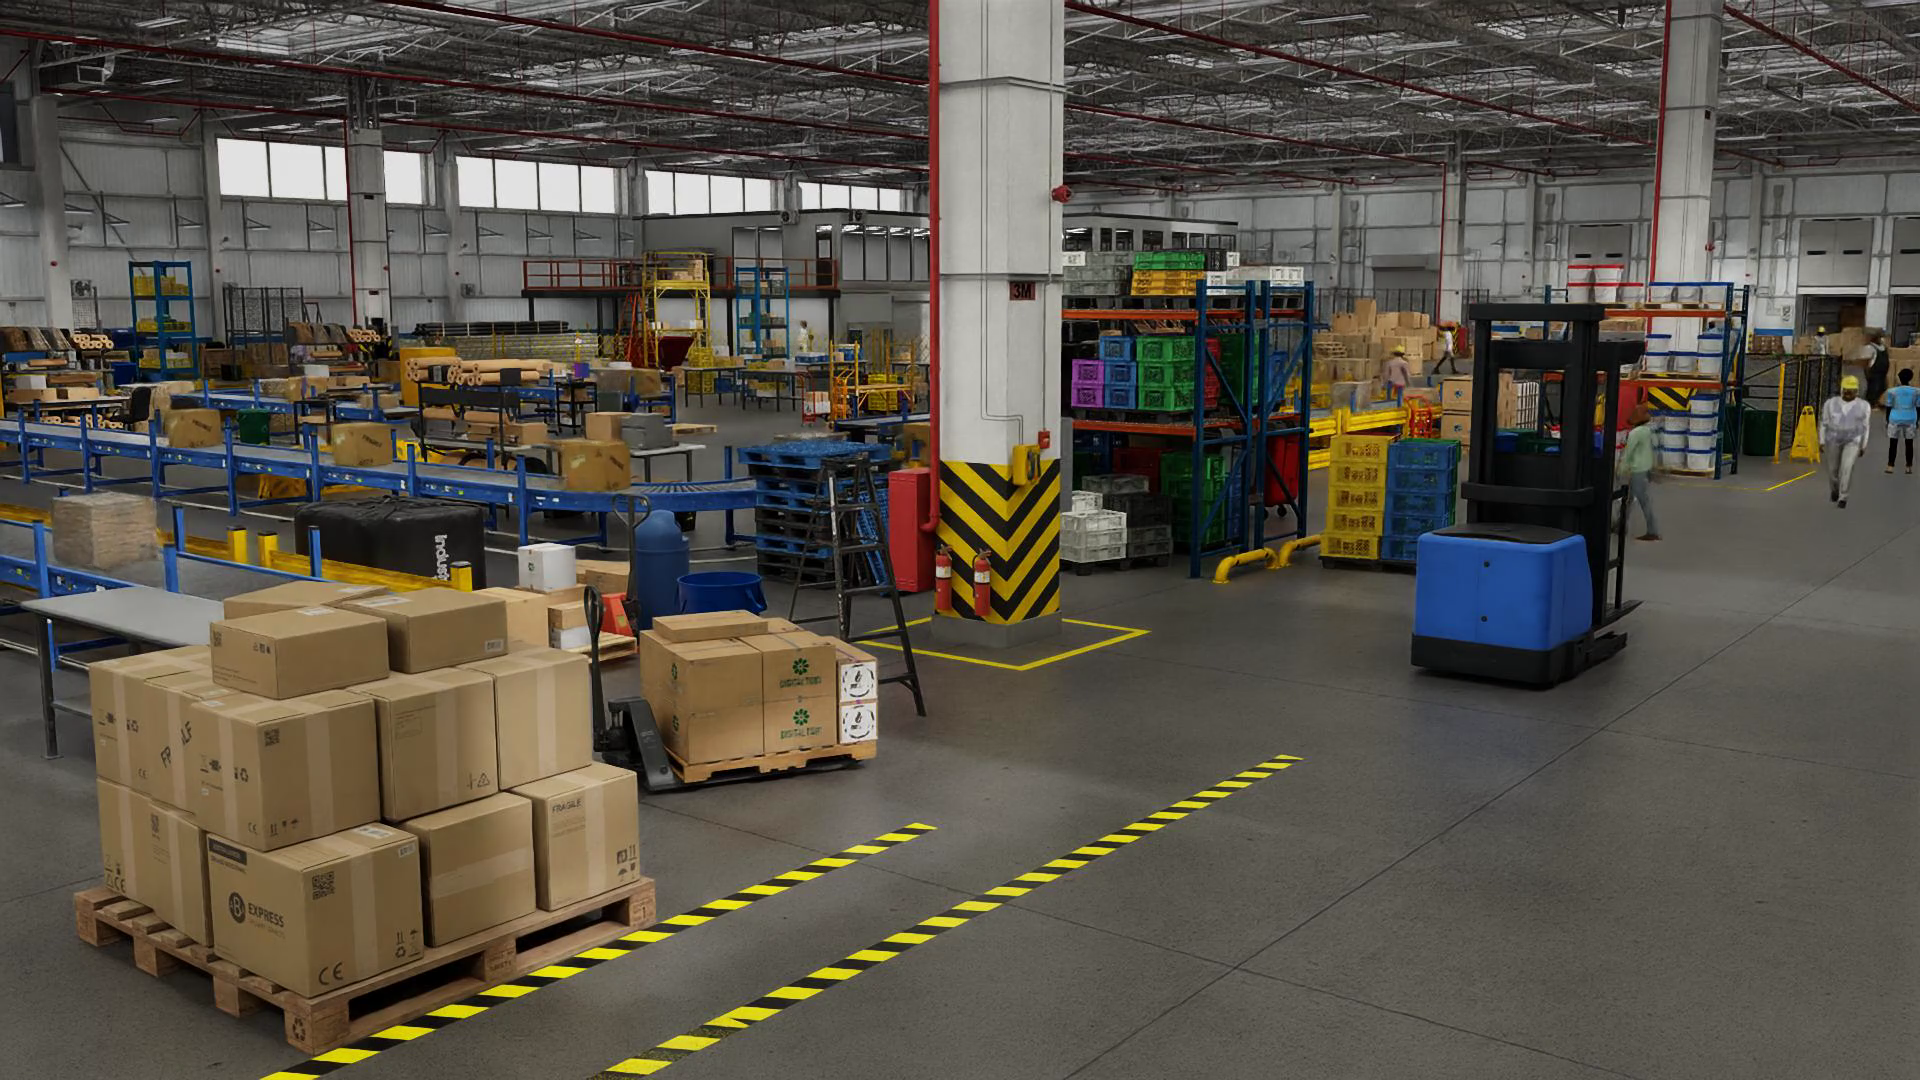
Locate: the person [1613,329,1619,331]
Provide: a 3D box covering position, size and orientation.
[{"bbox_3d":[18.764,-5.069,47.436,1.007,1.893,0.541,7,11,40],"label":"person"}]

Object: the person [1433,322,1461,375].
[{"bbox_3d":[17.385,-6.848,59.383,0.971,1.899,0.557,1,9,9],"label":"person"}]

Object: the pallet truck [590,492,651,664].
[{"bbox_3d":[-3.115,0.344,12.883,0.653,1.274,1.630,7,11,37],"label":"pallet truck"}]

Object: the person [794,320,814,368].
[{"bbox_3d":[-6.126,-7.591,64.519,0.826,1.860,0.583,1,8,5],"label":"person"}]

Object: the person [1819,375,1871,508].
[{"bbox_3d":[12.049,-1.358,22.656,0.589,1.810,0.790,6,10,34],"label":"person"}]

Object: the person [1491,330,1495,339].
[{"bbox_3d":[13.710,-4.525,43.431,0.413,1.987,0.607,2,9,12],"label":"person"}]

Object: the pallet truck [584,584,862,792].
[{"bbox_3d":[-1.426,0.805,10.019,1.601,1.201,0.680,-4,9,-26],"label":"pallet truck"}]

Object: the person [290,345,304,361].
[{"bbox_3d":[-19.133,-5.194,47.906,1.077,1.990,0.625,3,9,20],"label":"person"}]

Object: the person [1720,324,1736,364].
[{"bbox_3d":[25.929,-6.410,56.294,0.643,1.927,0.470,-3,9,-19],"label":"person"}]

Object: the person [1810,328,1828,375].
[{"bbox_3d":[30.294,-6.634,58.610,0.915,1.696,0.499,-8,12,-44],"label":"person"}]

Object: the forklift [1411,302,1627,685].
[{"bbox_3d":[4.379,-0.438,12.852,1.129,2.768,1.873,7,11,37],"label":"forklift"}]

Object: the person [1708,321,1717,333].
[{"bbox_3d":[29.417,-7.683,65.333,0.967,1.787,0.621,2,9,15],"label":"person"}]

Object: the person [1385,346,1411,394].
[{"bbox_3d":[9.759,-3.434,36.861,0.542,1.731,0.784,8,11,42],"label":"person"}]

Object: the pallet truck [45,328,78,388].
[{"bbox_3d":[-23.775,-4.544,43.495,1.885,1.965,0.823,6,10,35],"label":"pallet truck"}]

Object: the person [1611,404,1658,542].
[{"bbox_3d":[7.872,-0.793,19.553,0.847,1.591,0.520,7,11,40],"label":"person"}]

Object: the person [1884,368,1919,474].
[{"bbox_3d":[15.123,-1.902,26.684,0.536,1.700,0.318,3,9,20],"label":"person"}]

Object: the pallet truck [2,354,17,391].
[{"bbox_3d":[-24.881,-4.417,42.634,1.885,1.965,0.823,8,11,41],"label":"pallet truck"}]

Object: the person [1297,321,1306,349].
[{"bbox_3d":[16.765,-9.945,80.581,0.934,1.795,0.641,0,8,-1],"label":"person"}]

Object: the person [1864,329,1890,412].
[{"bbox_3d":[22.332,-4.121,40.499,0.705,2.000,0.535,-5,10,-29],"label":"person"}]
